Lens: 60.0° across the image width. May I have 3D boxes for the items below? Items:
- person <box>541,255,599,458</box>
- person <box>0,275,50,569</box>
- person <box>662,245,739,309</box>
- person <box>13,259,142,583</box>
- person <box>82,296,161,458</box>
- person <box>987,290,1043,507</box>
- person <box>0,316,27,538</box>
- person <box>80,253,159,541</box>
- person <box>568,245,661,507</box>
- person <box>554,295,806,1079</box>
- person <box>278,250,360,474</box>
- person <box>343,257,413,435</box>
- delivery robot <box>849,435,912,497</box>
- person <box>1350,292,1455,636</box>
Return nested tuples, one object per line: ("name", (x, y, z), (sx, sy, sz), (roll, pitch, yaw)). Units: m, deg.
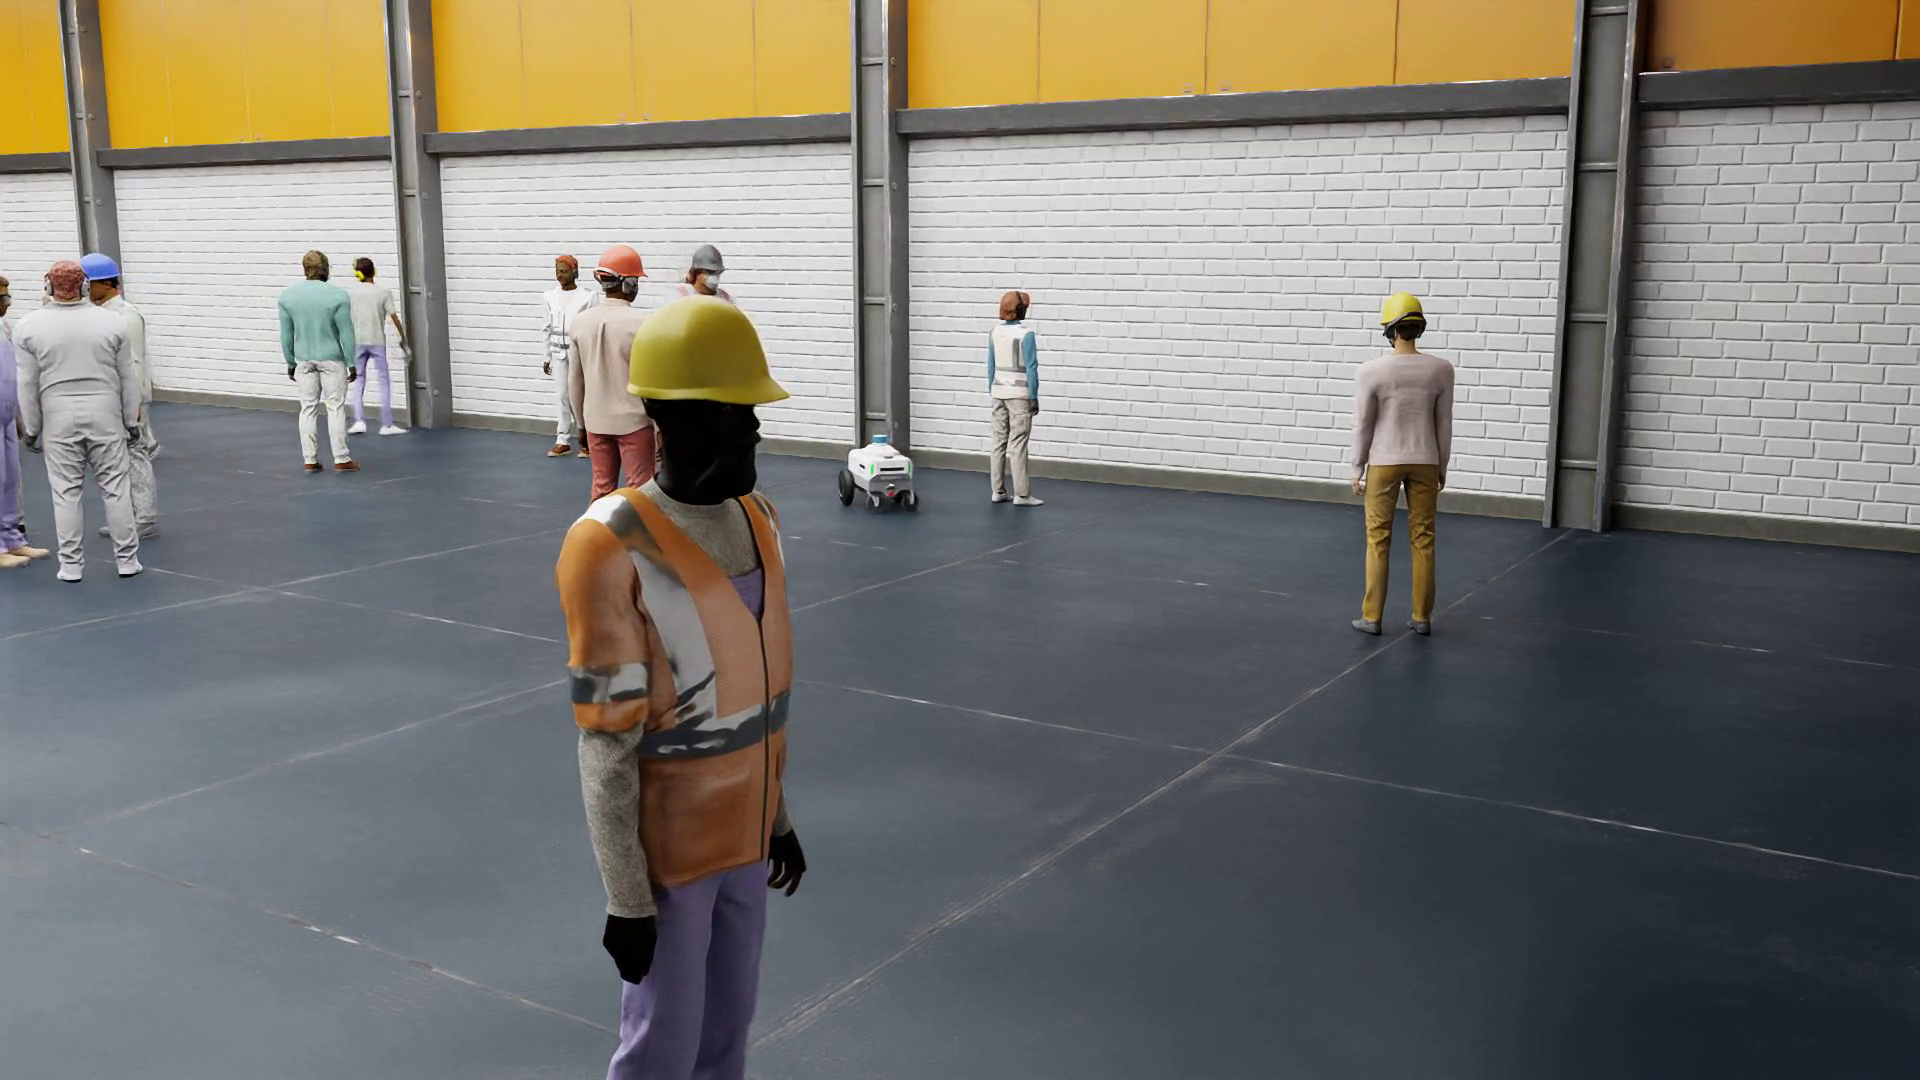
("person", (-3.617, -1.701, 15.495), (0.583, 1.879, 0.337), (2, 11, 13))
("person", (-5.957, -0.735, 10.282), (0.356, 1.838, 0.503), (-2, 10, -9))
("person", (-2.012, -1.323, 12.961), (0.690, 2.000, 0.983), (-7, 12, -34))
("person", (-5.217, -0.701, 9.882), (0.636, 1.911, 0.405), (-6, 12, -29))
("person", (-7.539, -1.512, 14.978), (0.585, 1.701, 0.827), (3, 11, 18))
("person", (0.408, -1.074, 12.698), (0.312, 1.639, 0.512), (-9, 13, -40))
("person", (-6.580, -0.913, 11.267), (0.404, 1.830, 0.600), (-8, 13, -37))
("person", (-5.693, -0.957, 11.237), (0.612, 1.936, 0.421), (9, 13, 40))
("person", (-1.891, -0.648, 9.346), (0.624, 1.992, 0.390), (5, 11, 24))
("person", (-0.464, 0.527, 3.023), (0.367, 1.927, 0.584), (4, 11, 22))
("person", (-5.542, -1.535, 14.421), (0.638, 1.936, 0.357), (0, 10, 2))
("person", (-6.065, -1.999, 17.252), (0.725, 1.854, 0.398), (0, 10, 0))
("delivery robot", (-0.602, -0.548, 12.527), (0.477, 0.478, 0.707), (-3, 11, -17))
("person", (2.248, -0.378, 8.517), (0.524, 1.761, 0.339), (-1, 10, -3))
